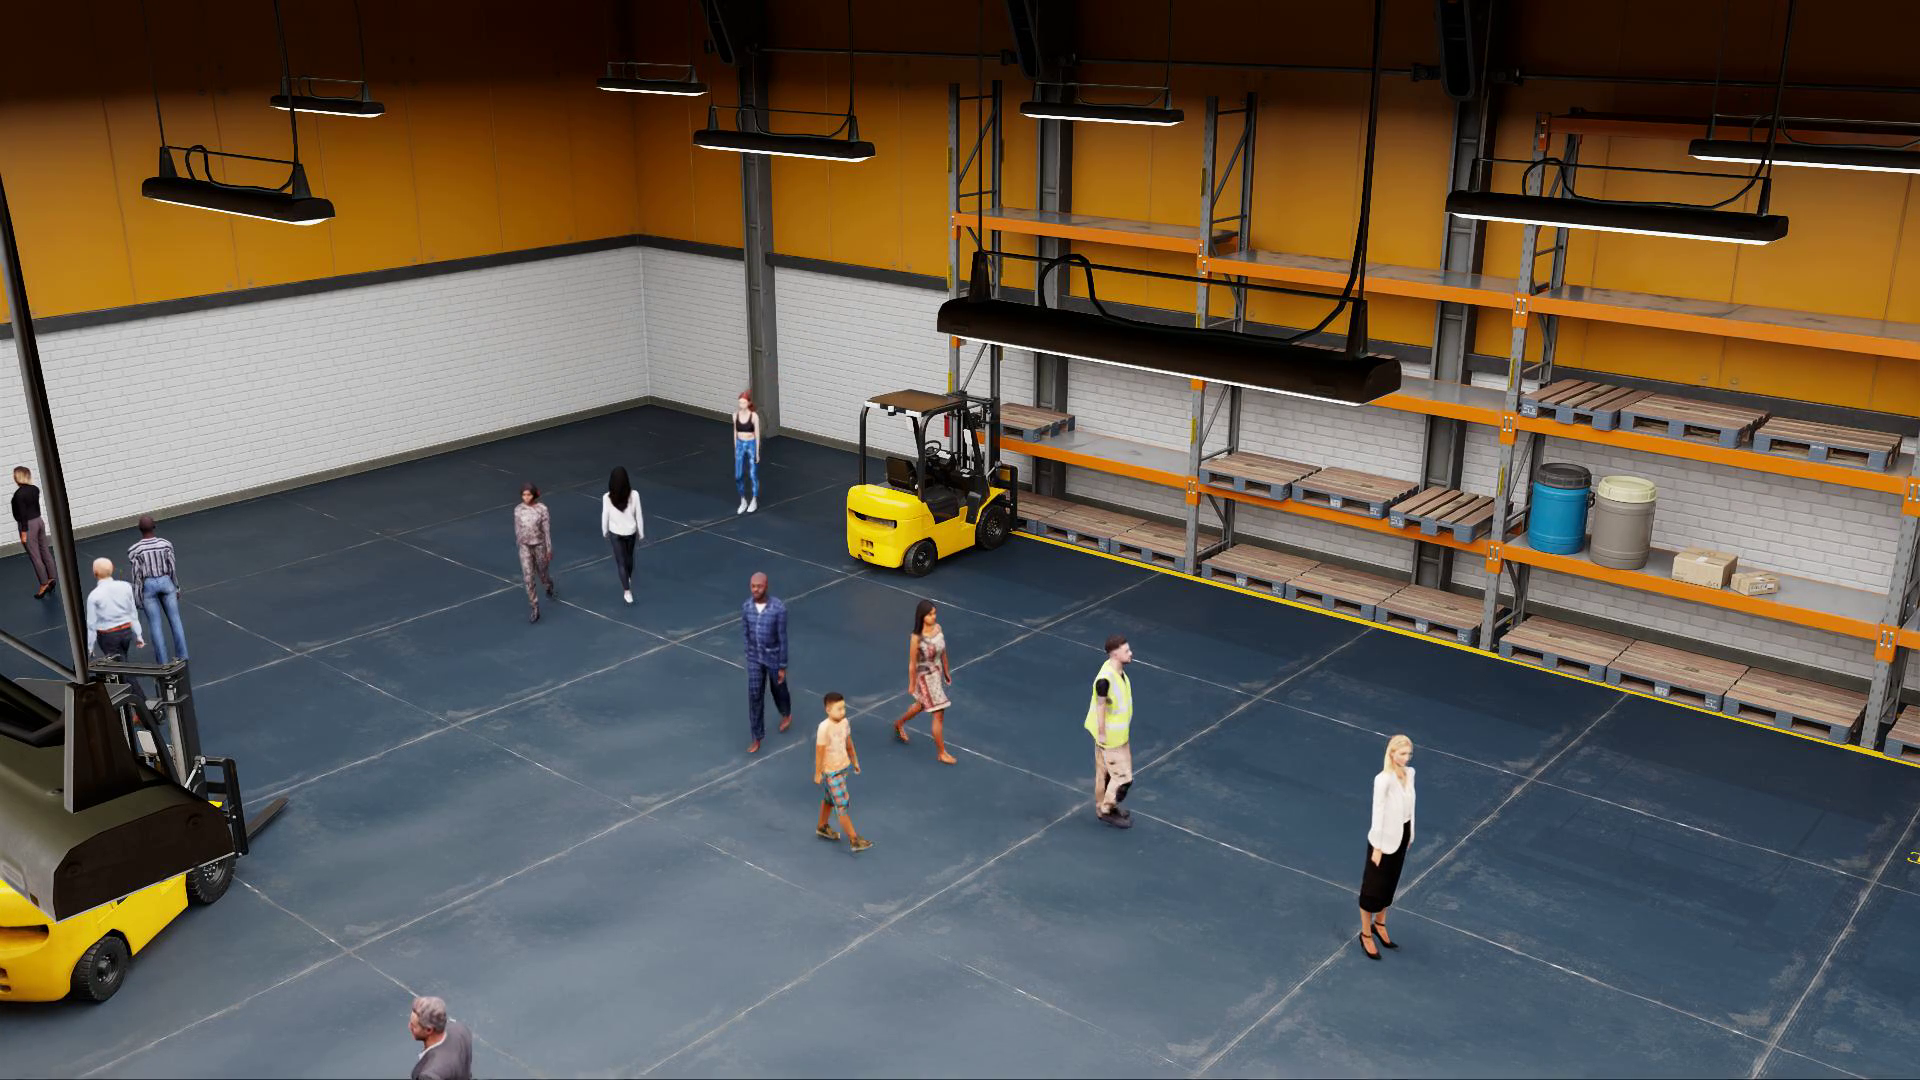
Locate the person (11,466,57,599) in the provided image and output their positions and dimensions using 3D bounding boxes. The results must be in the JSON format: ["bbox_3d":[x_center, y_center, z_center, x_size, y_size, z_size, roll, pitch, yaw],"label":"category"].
[{"bbox_3d":[-11.454,-0.107,20.557,0.734,1.670,0.688,0,19,-1],"label":"person"}]

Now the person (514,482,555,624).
[{"bbox_3d":[-5.068,0.106,19.881,0.956,1.698,0.970,1,19,2],"label":"person"}]

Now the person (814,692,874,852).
[{"bbox_3d":[-1.162,2.008,14.643,0.939,1.436,0.624,12,22,31],"label":"person"}]

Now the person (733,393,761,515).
[{"bbox_3d":[-3.013,-1.258,23.821,0.744,1.768,0.788,3,19,9],"label":"person"}]

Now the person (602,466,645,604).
[{"bbox_3d":[-4.126,-0.038,20.380,0.981,1.652,1.180,-7,20,-19],"label":"person"}]

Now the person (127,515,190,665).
[{"bbox_3d":[-8.824,0.588,18.298,0.652,1.794,0.573,-17,25,-41],"label":"person"}]

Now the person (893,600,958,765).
[{"bbox_3d":[-0.374,1.349,16.325,1.118,1.611,0.678,13,22,33],"label":"person"}]

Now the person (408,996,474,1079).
[{"bbox_3d":[-2.937,3.454,9.735,0.891,1.828,0.854,0,19,0],"label":"person"}]

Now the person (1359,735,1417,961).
[{"bbox_3d":[3.332,2.369,12.912,0.632,1.857,0.561,-16,24,-39],"label":"person"}]

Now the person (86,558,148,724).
[{"bbox_3d":[-8.538,1.079,16.931,1.230,1.737,0.823,10,21,26],"label":"person"}]

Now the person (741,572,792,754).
[{"bbox_3d":[-1.897,1.162,16.621,1.219,1.777,1.109,4,19,10],"label":"person"}]

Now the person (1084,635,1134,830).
[{"bbox_3d":[1.296,1.701,14.925,0.890,1.838,0.855,5,19,14],"label":"person"}]
